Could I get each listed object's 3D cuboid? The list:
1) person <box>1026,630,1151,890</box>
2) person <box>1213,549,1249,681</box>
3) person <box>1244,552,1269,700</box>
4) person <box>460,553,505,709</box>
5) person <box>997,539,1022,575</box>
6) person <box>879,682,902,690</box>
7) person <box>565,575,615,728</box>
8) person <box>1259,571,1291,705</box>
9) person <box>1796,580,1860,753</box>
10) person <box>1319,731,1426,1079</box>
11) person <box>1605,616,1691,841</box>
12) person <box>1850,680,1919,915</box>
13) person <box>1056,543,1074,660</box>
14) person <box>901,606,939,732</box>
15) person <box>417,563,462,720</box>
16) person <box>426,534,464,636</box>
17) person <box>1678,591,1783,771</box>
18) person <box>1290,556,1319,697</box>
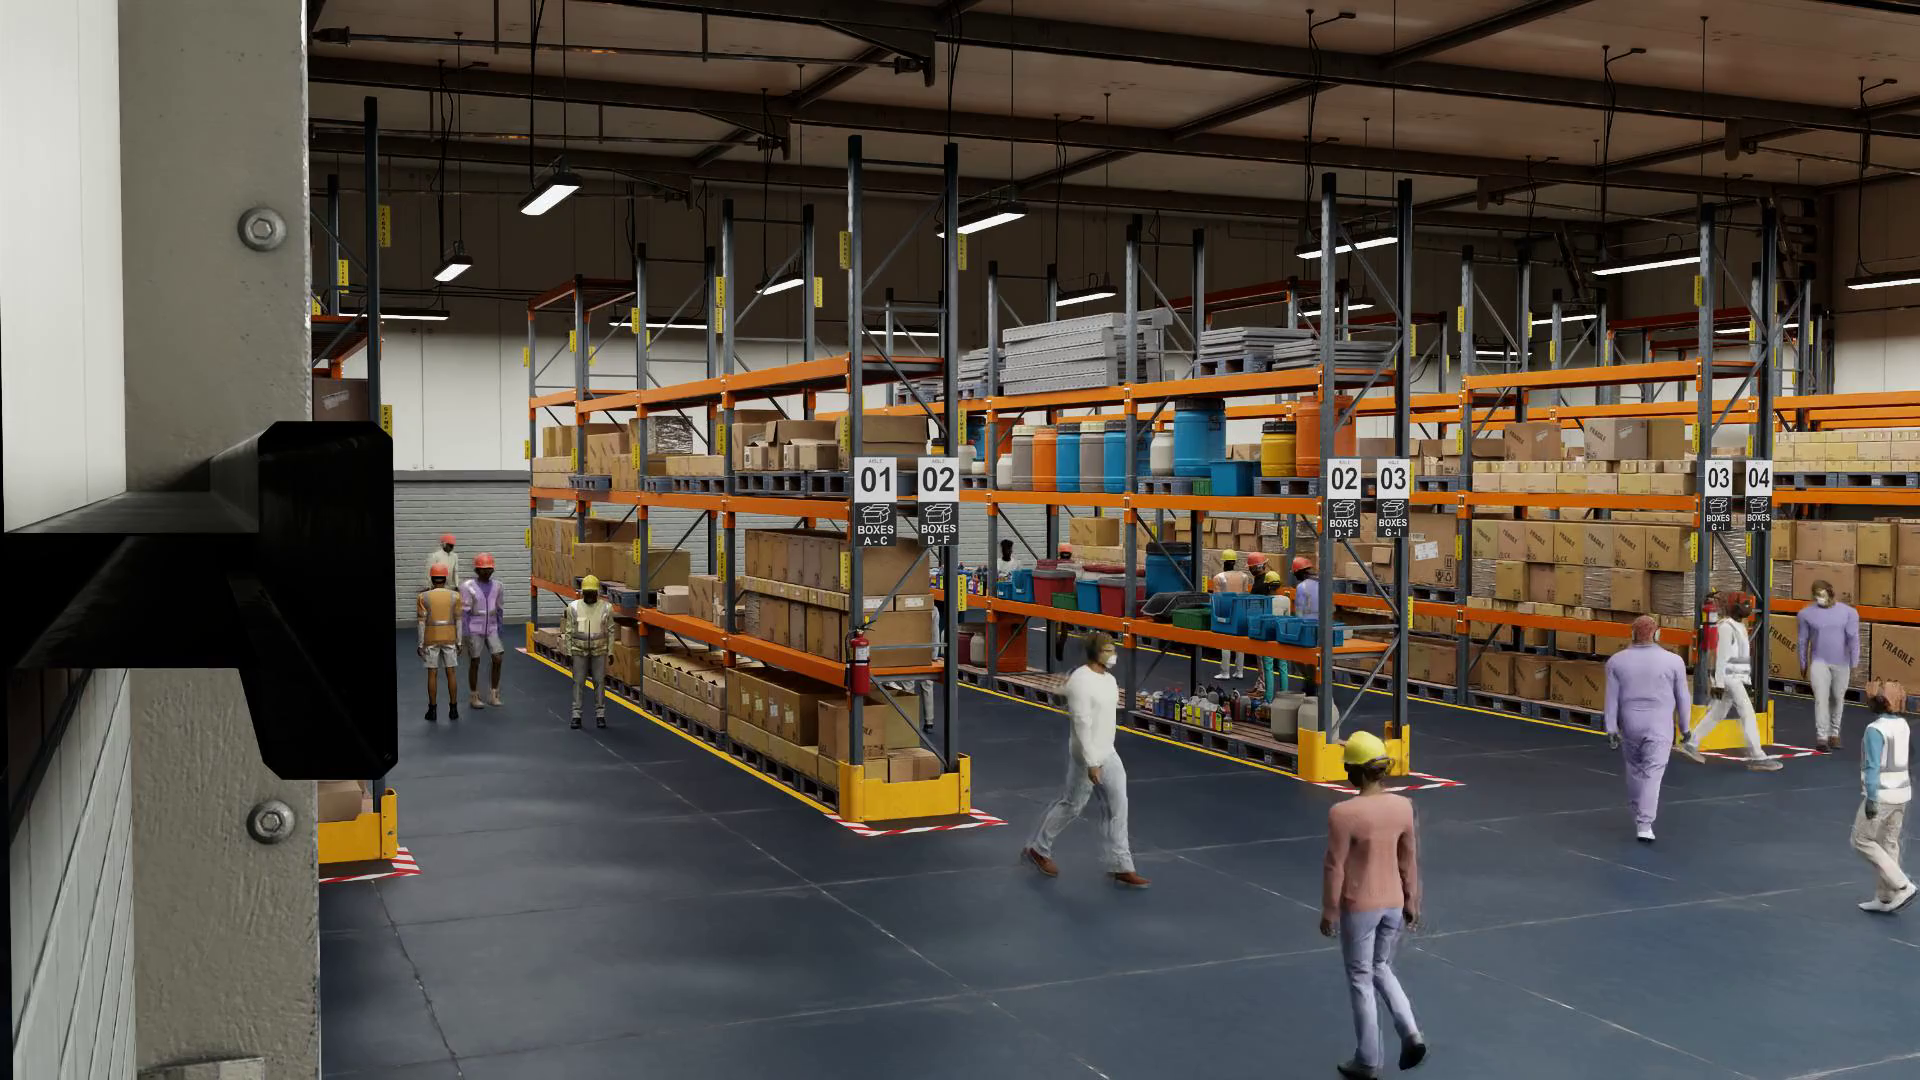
[{"bbox_3d":[0.936,1.617,13.398,0.991,1.909,0.628,2,3,37],"label":"person"},{"bbox_3d":[3.969,1.098,26.369,0.585,1.928,0.365,-1,2,-24],"label":"person"},{"bbox_3d":[4.044,1.151,24.238,0.390,1.986,0.609,0,2,5],"label":"person"},{"bbox_3d":[-6.133,1.180,23.119,0.628,2.019,0.723,-2,3,-37],"label":"person"},{"bbox_3d":[0.756,0.929,30.800,0.619,1.937,0.867,0,2,-12],"label":"person"},{"bbox_3d":[-1.002,1.183,24.981,0.518,1.865,0.327,-2,3,-37],"label":"person"},{"bbox_3d":[-4.445,1.330,21.517,0.589,1.834,0.403,0,2,-11],"label":"person"},{"bbox_3d":[4.079,1.291,23.398,0.523,1.769,0.314,-1,2,-26],"label":"person"},{"bbox_3d":[9.525,1.379,19.654,0.631,1.884,1.001,1,2,23],"label":"person"},{"bbox_3d":[2.067,1.847,9.029,0.525,1.757,0.407,-1,3,-30],"label":"person"},{"bbox_3d":[5.795,1.569,15.088,0.644,1.853,1.012,2,3,34],"label":"person"},{"bbox_3d":[6.387,1.784,12.371,0.539,1.625,0.391,-2,3,-38],"label":"person"},{"bbox_3d":[1.664,1.010,29.022,0.606,1.900,0.688,0,2,0],"label":"person"},{"bbox_3d":[-0.535,1.348,21.038,0.591,1.834,0.404,-1,2,-19],"label":"person"},{"bbox_3d":[-6.471,1.250,22.260,0.550,1.935,0.376,-1,2,-25],"label":"person"},{"bbox_3d":[-9.518,0.849,32.986,1.002,1.930,0.602,1,2,24],"label":"person"},{"bbox_3d":[7.991,1.443,18.638,1.014,1.839,0.586,2,3,35],"label":"person"},{"bbox_3d":[4.674,1.177,24.332,0.390,1.915,0.604,2,3,35],"label":"person"}]
